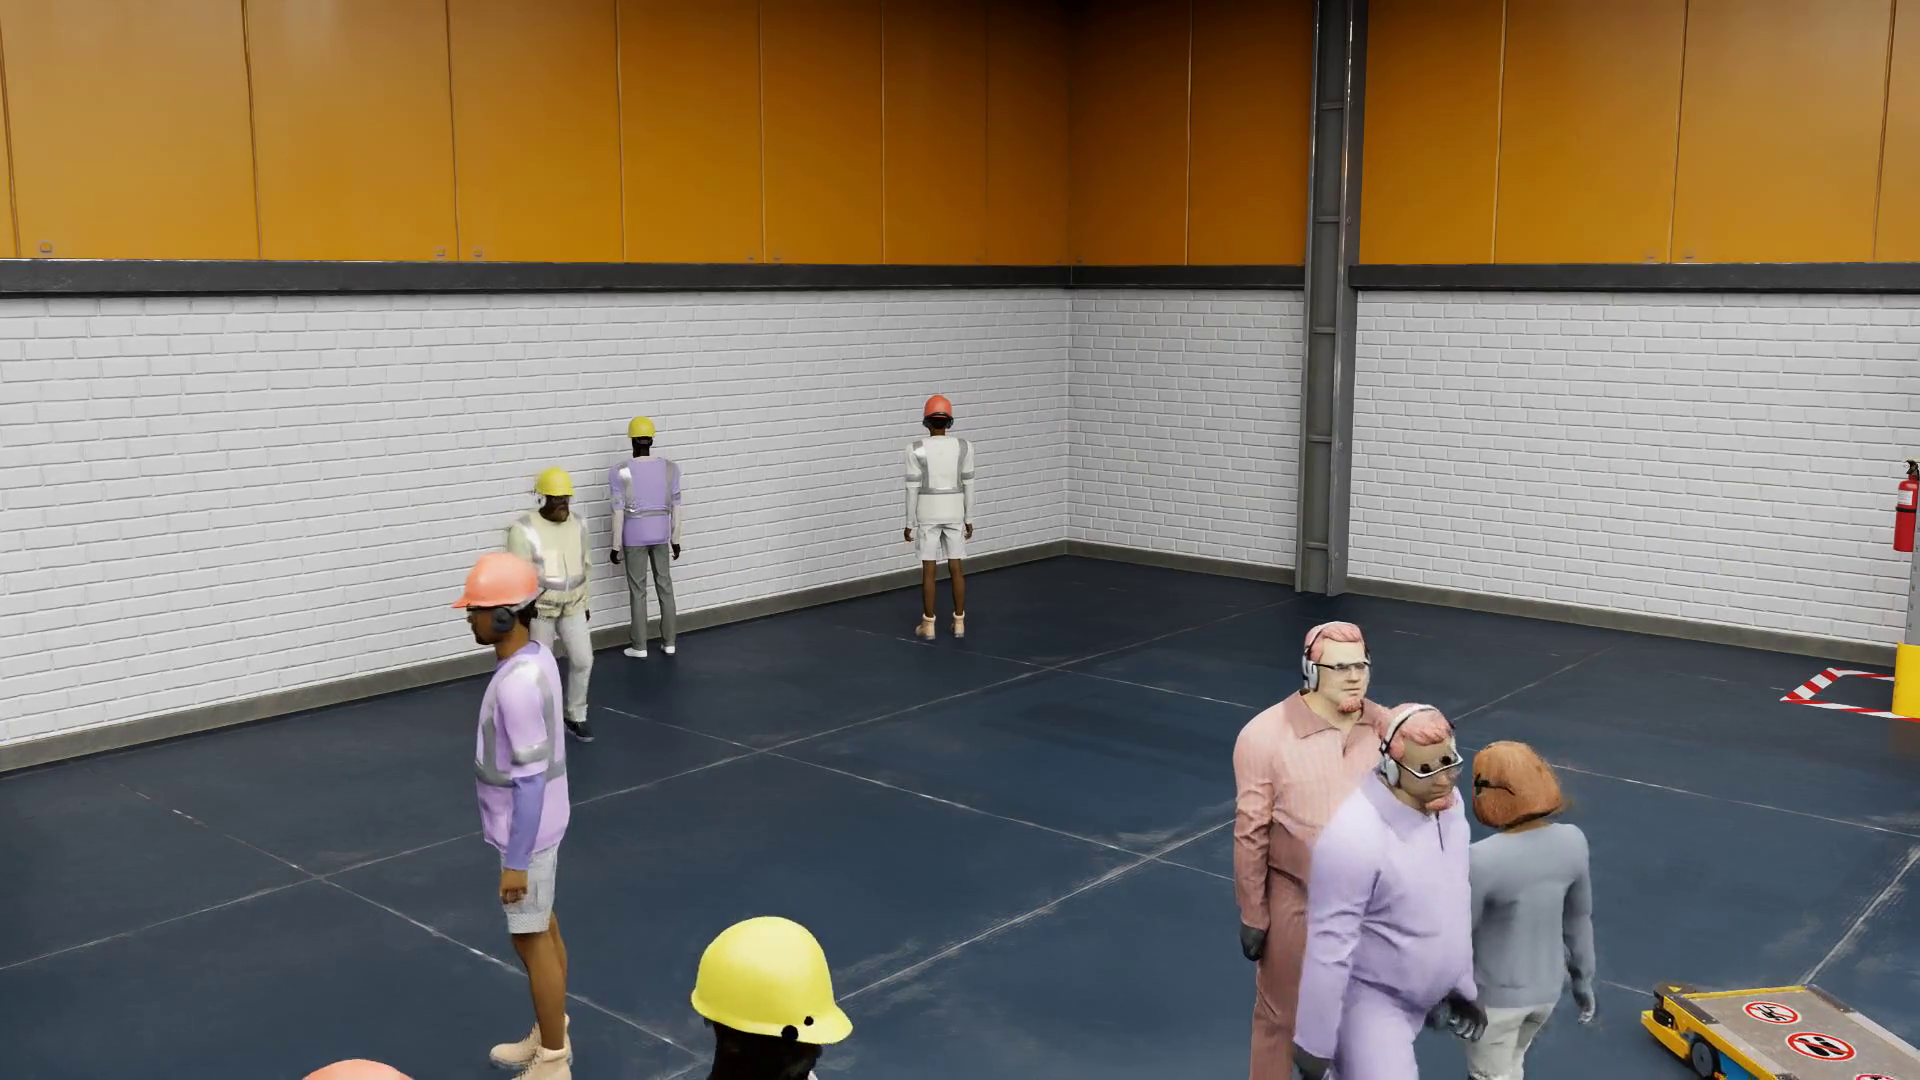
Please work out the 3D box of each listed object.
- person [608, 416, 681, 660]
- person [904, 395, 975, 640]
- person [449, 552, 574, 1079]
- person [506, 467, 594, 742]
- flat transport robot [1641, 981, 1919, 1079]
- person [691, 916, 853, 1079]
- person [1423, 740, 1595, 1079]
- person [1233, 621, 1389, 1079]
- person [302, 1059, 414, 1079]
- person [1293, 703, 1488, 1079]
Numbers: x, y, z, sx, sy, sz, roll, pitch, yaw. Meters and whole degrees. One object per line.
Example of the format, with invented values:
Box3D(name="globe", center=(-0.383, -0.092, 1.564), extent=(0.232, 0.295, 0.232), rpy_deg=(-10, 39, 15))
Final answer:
Box3D(name="person", center=(-2.501, -0.020, 13.195), extent=(0.591, 1.925, 0.385), rpy_deg=(-5, 11, -31))
Box3D(name="person", center=(-0.179, -0.188, 13.885), extent=(0.605, 2.045, 0.379), rpy_deg=(-2, 9, -15))
Box3D(name="person", center=(-1.632, 1.053, 6.099), extent=(0.390, 2.040, 0.614), rpy_deg=(-2, 9, -10))
Box3D(name="person", center=(-2.587, 0.433, 10.703), extent=(0.625, 1.811, 0.584), rpy_deg=(-8, 12, -40))
Box3D(name="flat transport robot", center=(3.161, 1.952, 5.998), extent=(0.652, 0.197, 1.431), rpy_deg=(-2, 9, -9))
Box3D(name="person", center=(-0.488, 1.602, 3.110), extent=(0.789, 1.895, 0.615), rpy_deg=(5, 10, 29))
Box3D(name="person", center=(1.676, 1.400, 5.256), extent=(0.546, 1.613, 0.580), rpy_deg=(-4, 10, -23))
Box3D(name="person", center=(1.220, 1.211, 5.520), extent=(0.643, 1.913, 0.411), rpy_deg=(-2, 9, -15))
Box3D(name="person", center=(-0.933, 1.686, 2.506), extent=(0.579, 1.920, 0.573), rpy_deg=(5, 11, 31))
Box3D(name="person", center=(1.225, 1.348, 4.886), extent=(0.813, 1.858, 0.666), rpy_deg=(7, 12, 39))
